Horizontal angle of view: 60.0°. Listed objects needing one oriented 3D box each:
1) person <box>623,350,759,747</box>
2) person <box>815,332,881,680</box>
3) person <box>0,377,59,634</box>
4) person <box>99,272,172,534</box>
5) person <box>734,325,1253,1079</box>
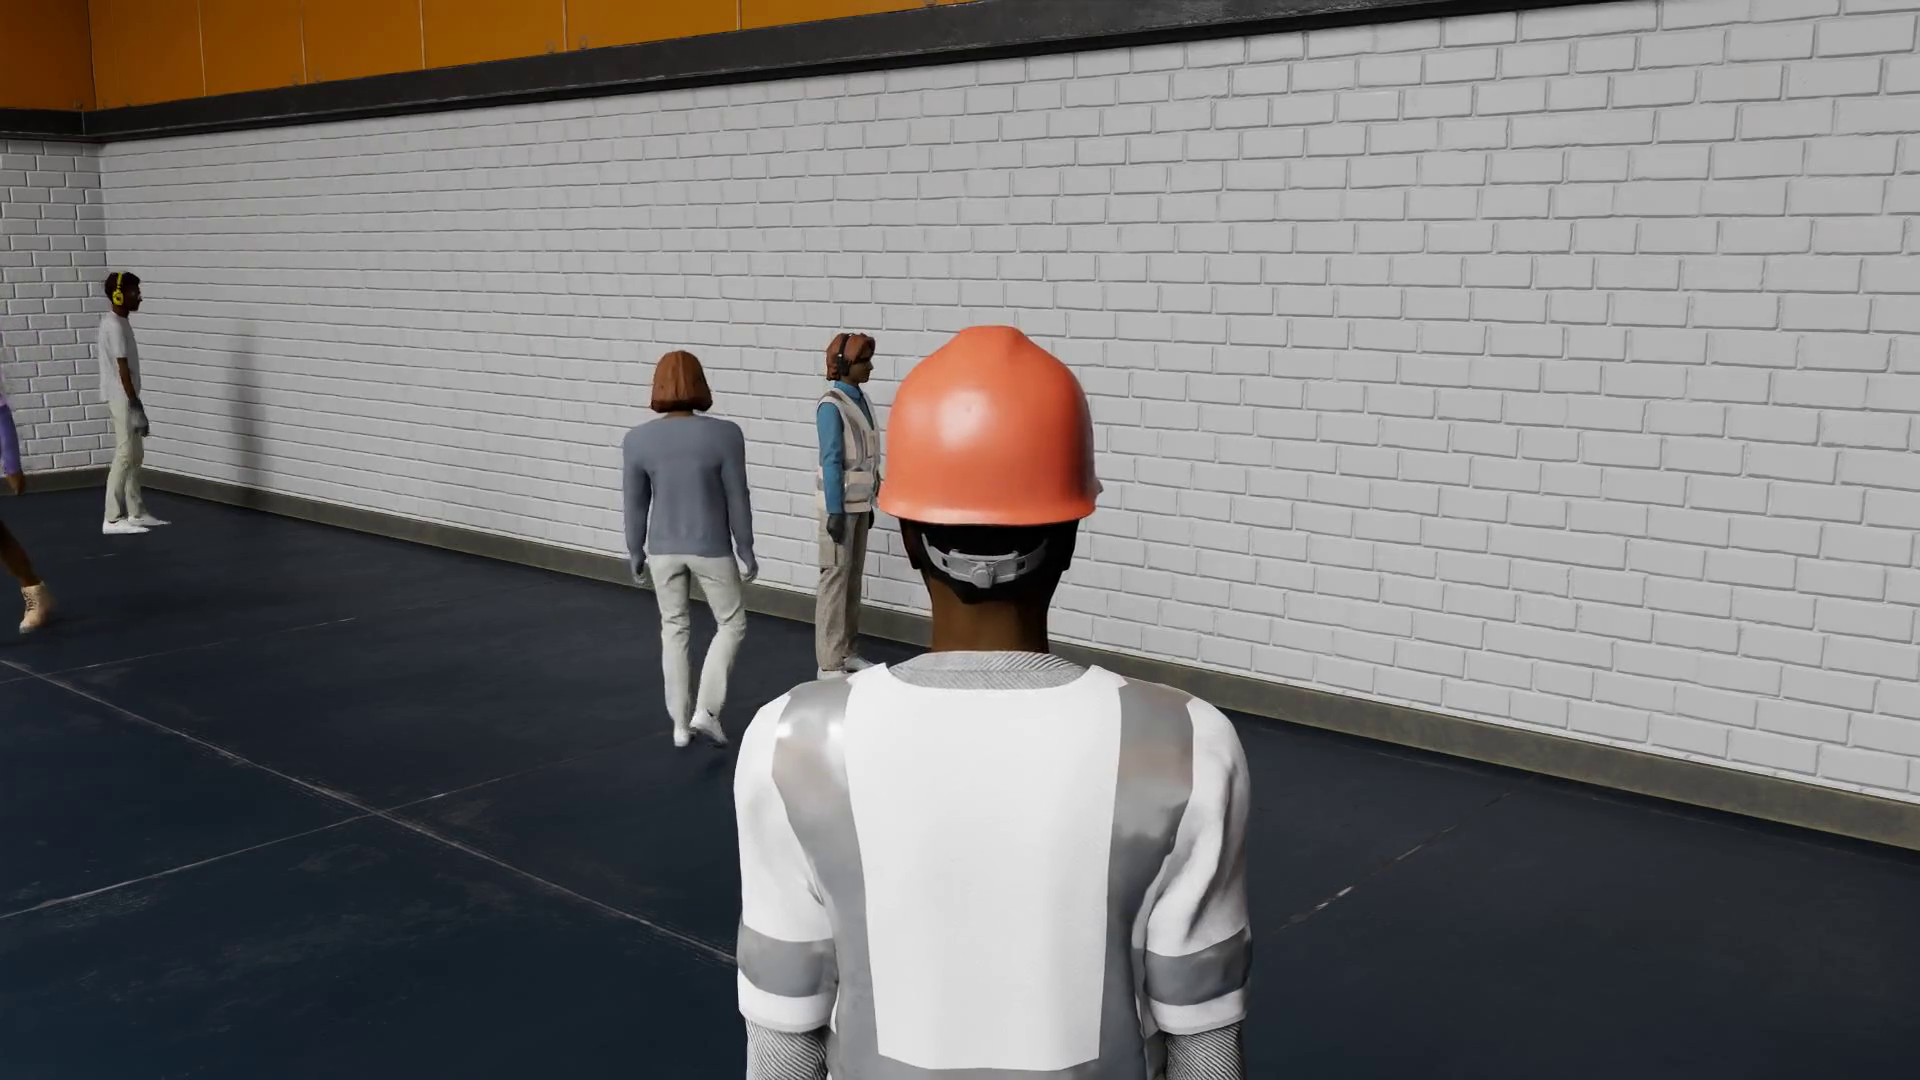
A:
[{"bbox_3d":[-1.076,0.054,6.649,0.543,1.622,0.455,1,10,7],"label":"person"},{"bbox_3d":[-0.521,-0.141,7.727,0.310,1.638,0.523,3,10,14],"label":"person"},{"bbox_3d":[-5.054,-0.420,8.393,0.616,1.972,1.127,3,10,18],"label":"person"},{"bbox_3d":[-5.979,-0.969,11.921,0.508,1.867,0.579,-5,11,-27],"label":"person"},{"bbox_3d":[0.036,0.741,1.844,0.545,1.942,0.353,0,10,3],"label":"person"}]
